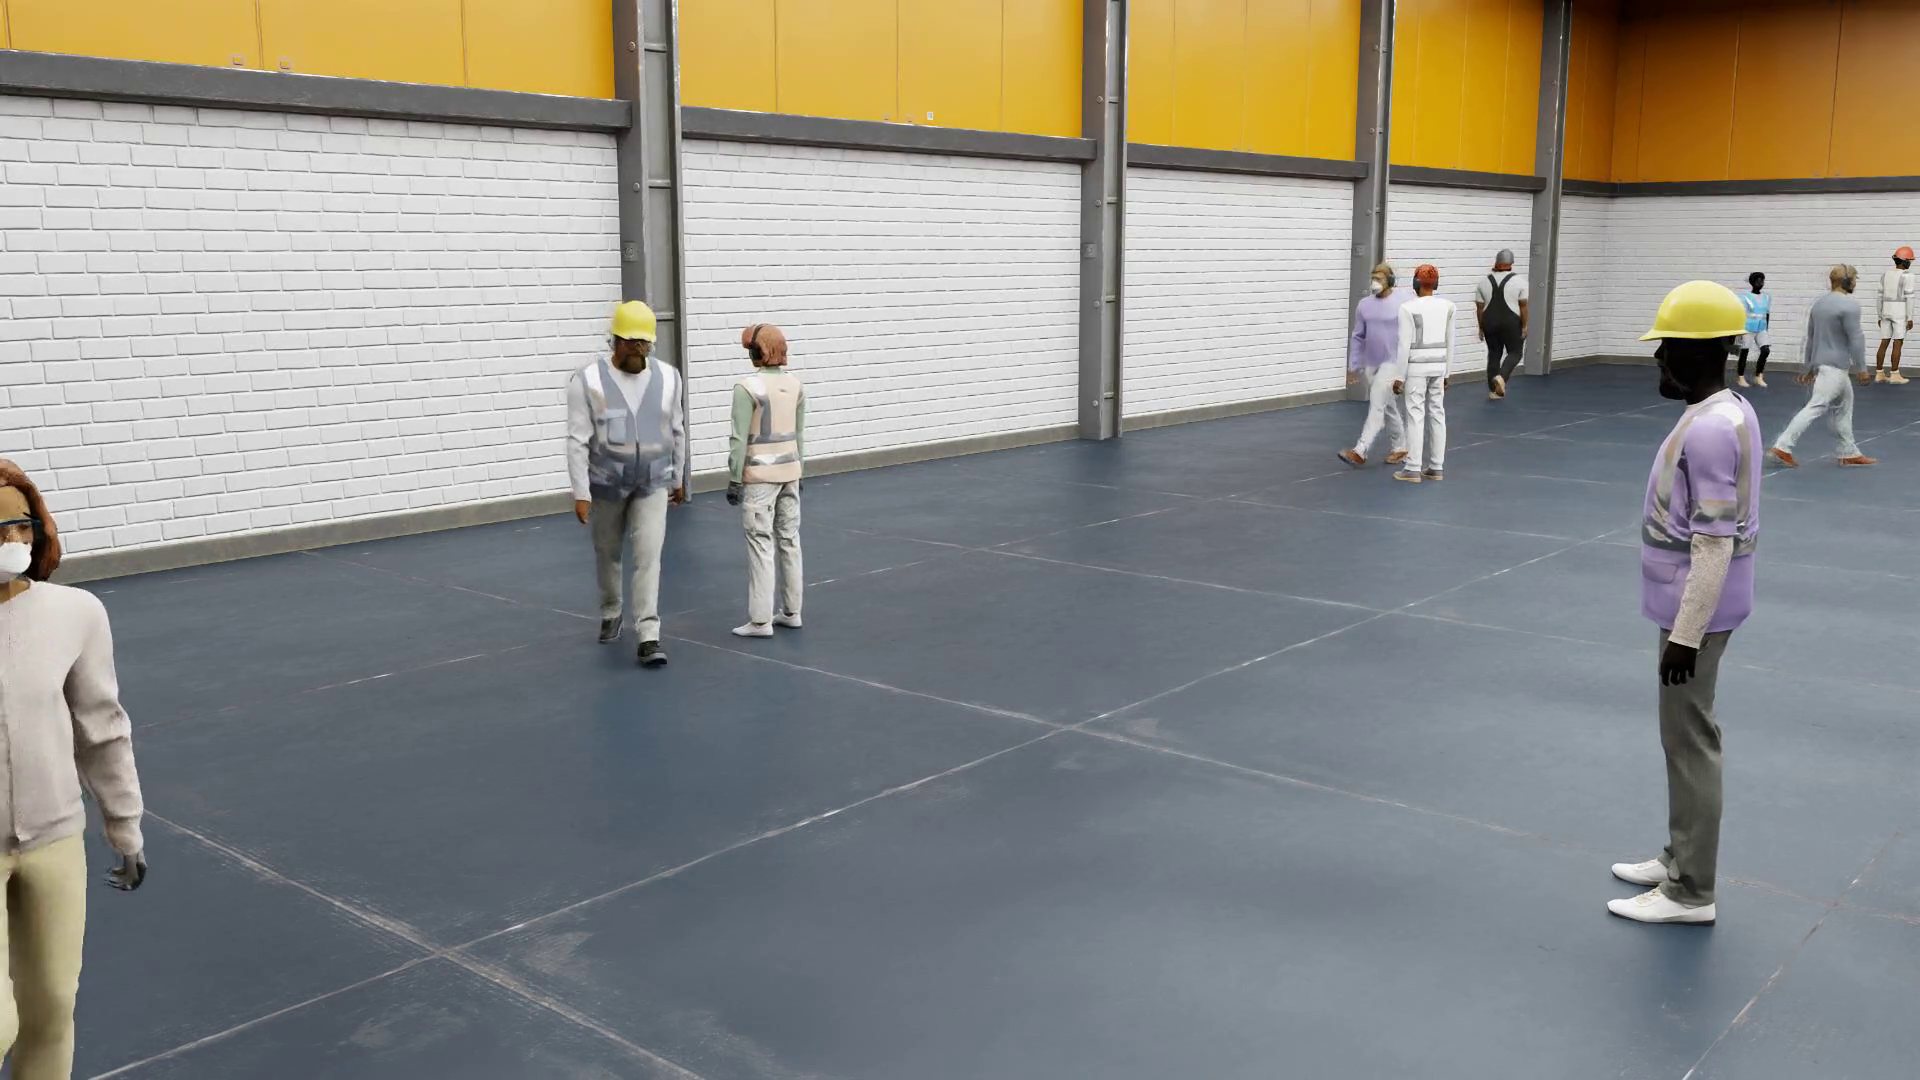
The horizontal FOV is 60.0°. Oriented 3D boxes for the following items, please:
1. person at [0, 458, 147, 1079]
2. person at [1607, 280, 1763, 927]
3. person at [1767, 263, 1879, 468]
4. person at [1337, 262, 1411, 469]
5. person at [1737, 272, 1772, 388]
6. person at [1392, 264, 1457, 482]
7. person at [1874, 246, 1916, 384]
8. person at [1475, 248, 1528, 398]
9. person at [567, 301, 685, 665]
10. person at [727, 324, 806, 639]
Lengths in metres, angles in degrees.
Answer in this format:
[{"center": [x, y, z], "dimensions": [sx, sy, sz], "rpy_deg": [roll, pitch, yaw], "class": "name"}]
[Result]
[{"center": [-1.894, 0.638, 3.322], "dimensions": [0.345, 1.618, 0.533], "rpy_deg": [7, 12, 34], "class": "person"}, {"center": [2.176, 0.195, 4.994], "dimensions": [0.370, 1.925, 0.595], "rpy_deg": [5, 11, 24], "class": "person"}, {"center": [7.967, -1.590, 15.285], "dimensions": [1.023, 1.900, 0.627], "rpy_deg": [1, 10, 4], "class": "person"}, {"center": [3.856, -1.605, 15.352], "dimensions": [1.037, 1.882, 0.650], "rpy_deg": [-7, 12, -35], "class": "person"}, {"center": [11.496, -3.024, 24.023], "dimensions": [0.547, 1.675, 0.571], "rpy_deg": [-1, 10, -8], "class": "person"}, {"center": [4.020, -1.442, 14.442], "dimensions": [0.575, 1.883, 0.362], "rpy_deg": [-4, 11, -20], "class": "person"}, {"center": [14.009, -3.353, 24.862], "dimensions": [0.394, 2.041, 0.612], "rpy_deg": [-3, 10, -17], "class": "person"}, {"center": [7.261, -2.895, 22.267], "dimensions": [0.701, 2.000, 0.624], "rpy_deg": [8, 13, 38], "class": "person"}, {"center": [-1.645, -0.295, 8.257], "dimensions": [0.612, 1.772, 0.939], "rpy_deg": [-4, 11, -22], "class": "person"}, {"center": [-0.994, -0.308, 8.699], "dimensions": [0.310, 1.634, 0.521], "rpy_deg": [7, 12, 33], "class": "person"}]
